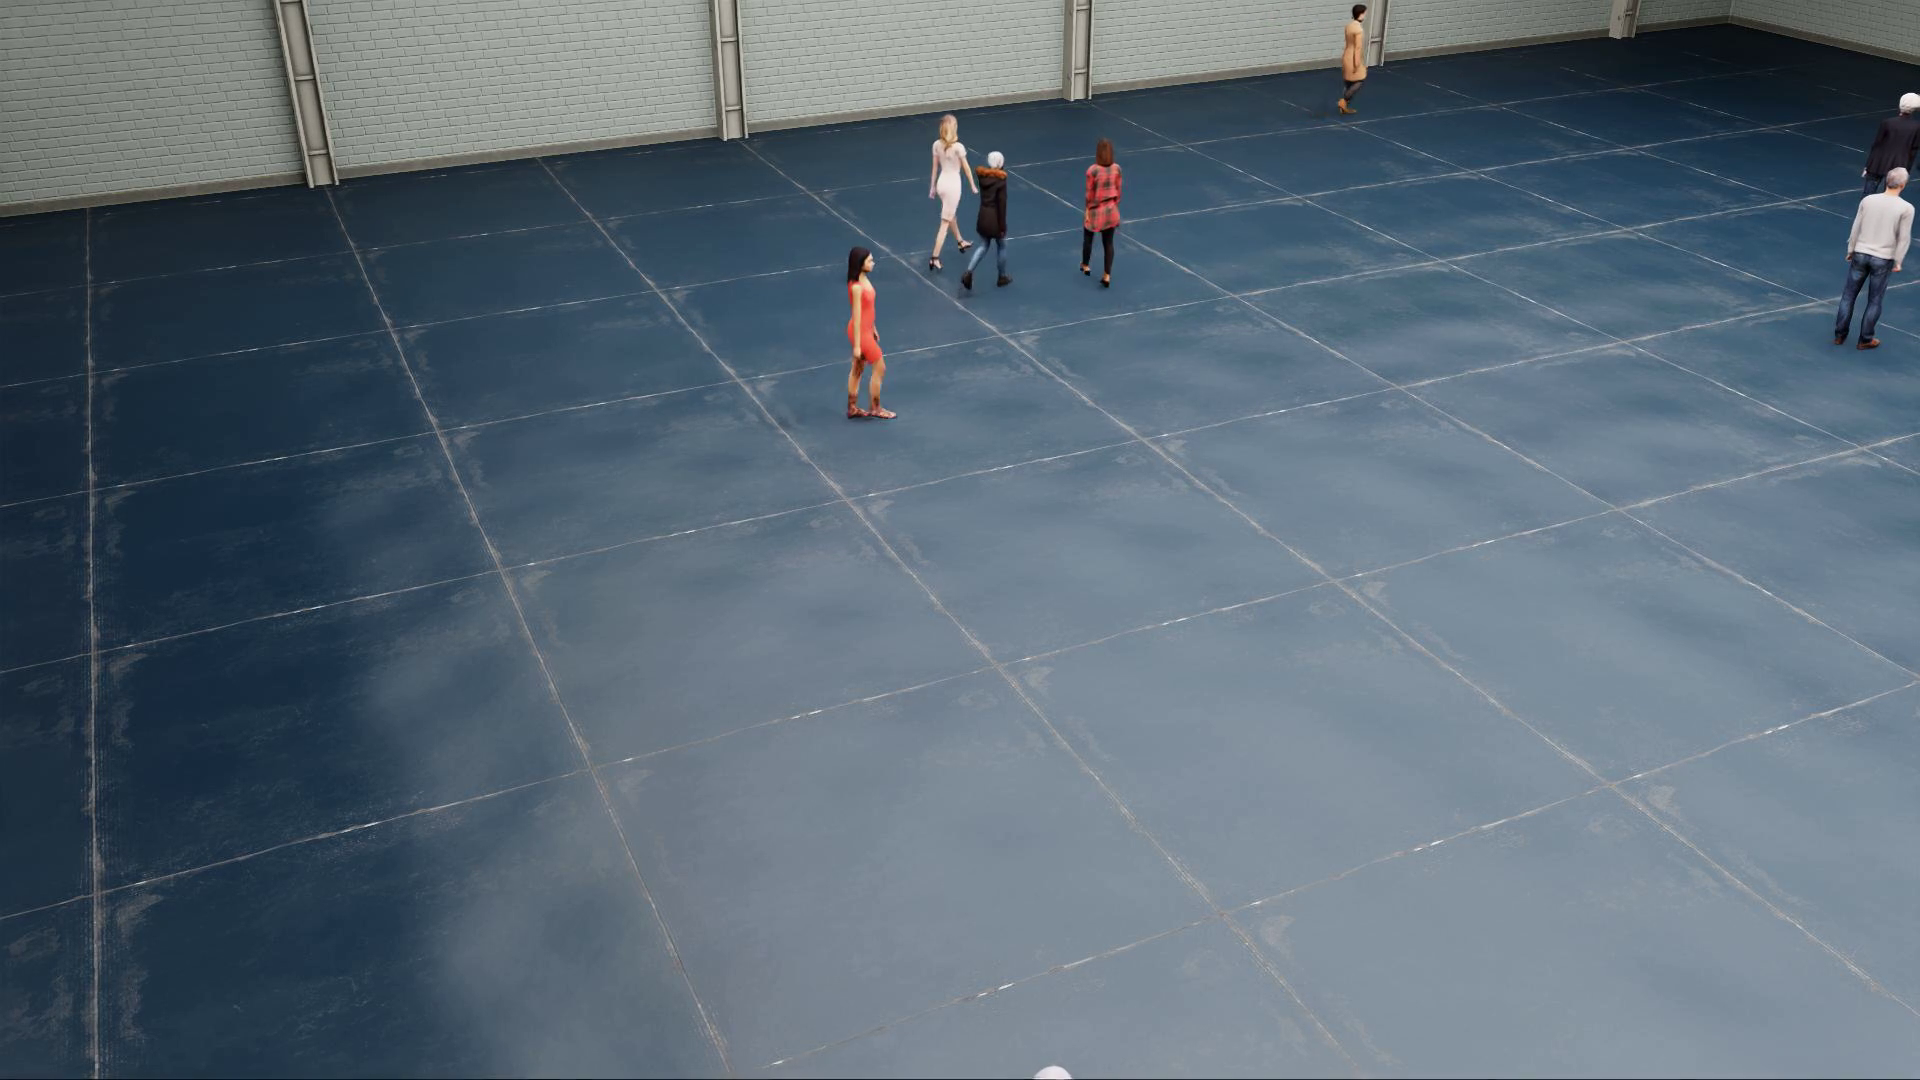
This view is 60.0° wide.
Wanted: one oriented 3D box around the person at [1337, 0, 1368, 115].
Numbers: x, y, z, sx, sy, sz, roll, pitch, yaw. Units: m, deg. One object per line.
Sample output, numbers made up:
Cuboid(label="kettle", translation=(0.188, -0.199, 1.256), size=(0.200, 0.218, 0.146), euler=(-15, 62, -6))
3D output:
Cuboid(label="person", translation=(6.155, -7.597, 26.350), size=(0.740, 1.714, 0.656), euler=(-10, 30, -18))

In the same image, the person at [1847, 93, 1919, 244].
Cuboid(label="person", translation=(10.304, -4.134, 18.562), size=(0.820, 1.782, 0.789), euler=(10, 29, 17))

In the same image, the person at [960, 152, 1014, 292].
Cuboid(label="person", translation=(0.310, -3.611, 18.975), size=(0.855, 1.611, 1.103), euler=(24, 36, 37))

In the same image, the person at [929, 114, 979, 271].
Cuboid(label="person", translation=(-0.190, -4.047, 19.617), size=(0.924, 1.776, 1.208), euler=(22, 35, 35))

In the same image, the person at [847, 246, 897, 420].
Cuboid(label="person", translation=(-1.010, -1.930, 15.717), size=(0.822, 1.706, 0.760), euler=(-1, 28, -1))

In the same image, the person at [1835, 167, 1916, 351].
Cuboid(label="person", translation=(9.576, -2.952, 17.421), size=(0.737, 1.909, 0.797), euler=(-23, 36, -36))

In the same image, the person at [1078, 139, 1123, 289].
Cuboid(label="person", translation=(1.662, -3.721, 19.112), size=(0.878, 1.676, 0.778), euler=(-8, 29, -15))
